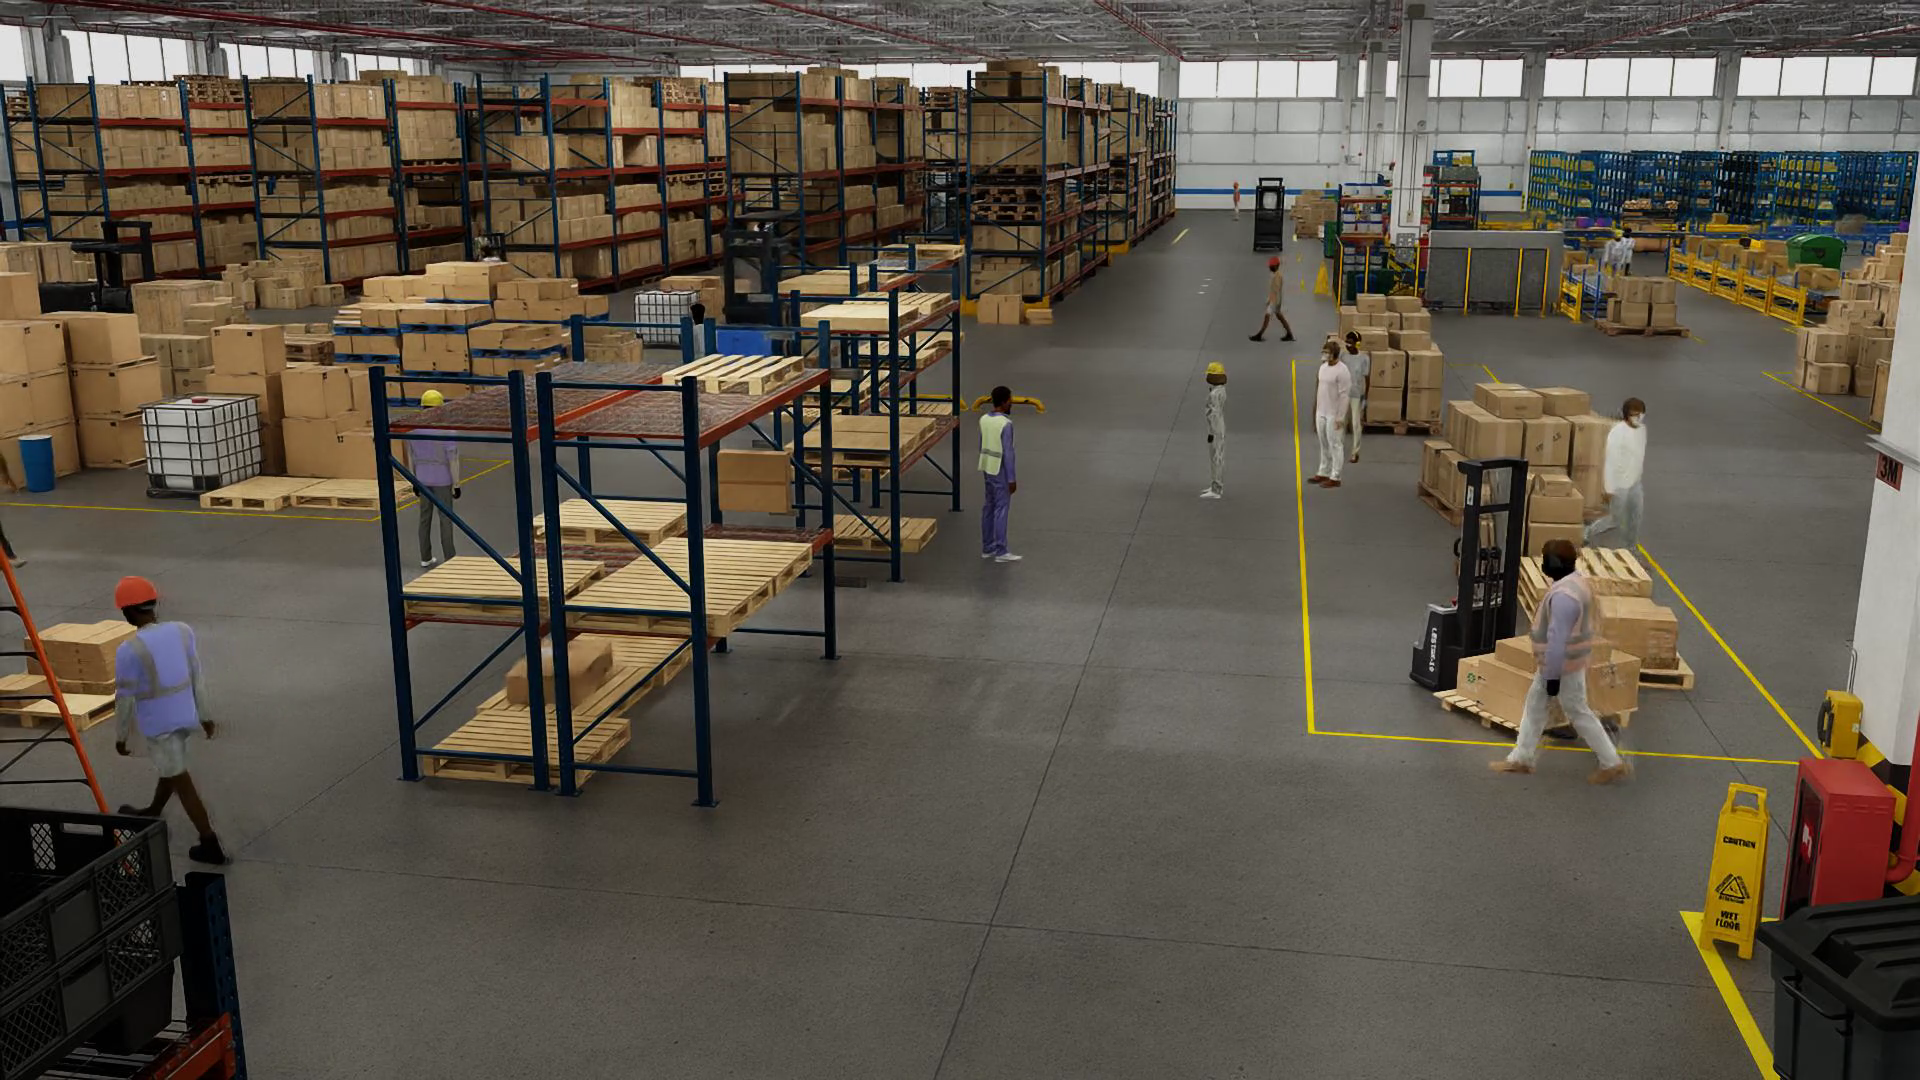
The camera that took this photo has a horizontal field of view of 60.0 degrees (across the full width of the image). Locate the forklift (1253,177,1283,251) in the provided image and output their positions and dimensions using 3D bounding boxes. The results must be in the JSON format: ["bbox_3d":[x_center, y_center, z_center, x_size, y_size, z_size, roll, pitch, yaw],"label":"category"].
[{"bbox_3d":[12.083,-12.747,64.956,1.129,2.768,1.873,3,14,10],"label":"forklift"}]

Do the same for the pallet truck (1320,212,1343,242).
[{"bbox_3d":[15.874,-13.227,70.310,0.680,1.201,1.601,10,17,35],"label":"pallet truck"}]

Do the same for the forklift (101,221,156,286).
[{"bbox_3d":[-16.772,-5.071,33.793,1.129,2.768,1.873,3,14,10],"label":"forklift"}]

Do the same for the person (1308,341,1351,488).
[{"bbox_3d":[4.873,-1.654,21.859,0.355,1.936,0.635,-5,15,-20],"label":"person"}]

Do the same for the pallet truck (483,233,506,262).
[{"bbox_3d":[-11.832,-7.026,43.548,1.885,1.965,0.823,8,16,28],"label":"pallet truck"}]

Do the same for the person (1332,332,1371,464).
[{"bbox_3d":[5.516,-2.012,23.470,0.519,1.865,0.331,11,18,39],"label":"person"}]

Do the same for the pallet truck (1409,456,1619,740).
[{"bbox_3d":[4.504,0.400,13.395,0.823,1.965,1.885,-6,15,-23],"label":"pallet truck"}]

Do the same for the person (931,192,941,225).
[{"bbox_3d":[-1.240,-16.611,82.858,0.592,1.813,0.768,3,14,14],"label":"person"}]

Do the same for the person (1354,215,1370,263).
[{"bbox_3d":[13.494,-9.937,55.681,1.026,1.850,0.645,6,15,23],"label":"person"}]

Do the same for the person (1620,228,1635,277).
[{"bbox_3d":[20.636,-8.851,51.594,0.541,1.679,0.634,4,14,14],"label":"person"}]

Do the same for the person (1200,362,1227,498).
[{"bbox_3d":[3.242,-1.406,21.253,0.295,1.744,0.492,4,14,16],"label":"person"}]

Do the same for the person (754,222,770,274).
[{"bbox_3d":[-6.490,-9.669,54.494,0.605,1.899,0.617,3,14,11],"label":"person"}]

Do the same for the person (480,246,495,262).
[{"bbox_3d":[-11.723,-6.333,41.089,0.957,1.818,0.554,6,15,23],"label":"person"}]

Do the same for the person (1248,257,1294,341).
[{"bbox_3d":[6.996,-5.347,36.977,1.015,1.885,0.564,2,14,7],"label":"person"}]

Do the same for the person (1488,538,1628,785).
[{"bbox_3d":[4.375,0.884,11.900,0.936,1.793,0.639,5,15,19],"label":"person"}]

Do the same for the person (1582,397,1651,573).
[{"bbox_3d":[6.979,-0.603,17.678,0.651,1.906,0.786,-13,19,-42],"label":"person"}]

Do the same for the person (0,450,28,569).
[{"bbox_3d":[-10.521,-0.603,17.890,0.958,1.805,0.534,4,14,16],"label":"person"}]

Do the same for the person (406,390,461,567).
[{"bbox_3d":[-5.620,-0.651,17.840,0.585,1.918,0.410,3,14,13],"label":"person"}]

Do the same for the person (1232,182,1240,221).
[{"bbox_3d":[14.335,-17.579,86.433,0.418,1.986,0.607,1,14,3],"label":"person"}]

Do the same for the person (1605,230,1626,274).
[{"bbox_3d":[19.127,-8.171,48.603,0.583,1.801,0.887,3,14,11],"label":"person"}]

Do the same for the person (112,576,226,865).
[{"bbox_3d":[-5.168,1.141,10.624,1.002,1.877,0.553,5,15,21],"label":"person"}]

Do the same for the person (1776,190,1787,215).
[{"bbox_3d":[39.560,-15.969,80.233,0.654,1.819,0.570,5,15,21],"label":"person"}]

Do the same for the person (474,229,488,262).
[{"bbox_3d":[-14.814,-8.824,51.632,0.371,1.635,0.546,13,19,42],"label":"person"}]

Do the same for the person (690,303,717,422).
[{"bbox_3d":[-4.091,-2.749,26.245,0.361,1.963,0.618,13,19,42],"label":"person"}]

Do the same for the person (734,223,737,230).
[{"bbox_3d":[-9.458,-13.186,69.305,0.269,1.632,0.509,5,15,18],"label":"person"}]

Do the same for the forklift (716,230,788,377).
[{"bbox_3d":[-3.916,-4.329,30.779,1.129,2.768,1.873,3,14,10],"label":"forklift"}]

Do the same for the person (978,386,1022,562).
[{"bbox_3d":[0.411,-0.720,18.103,0.391,1.920,0.587,-8,16,-30],"label":"person"}]
